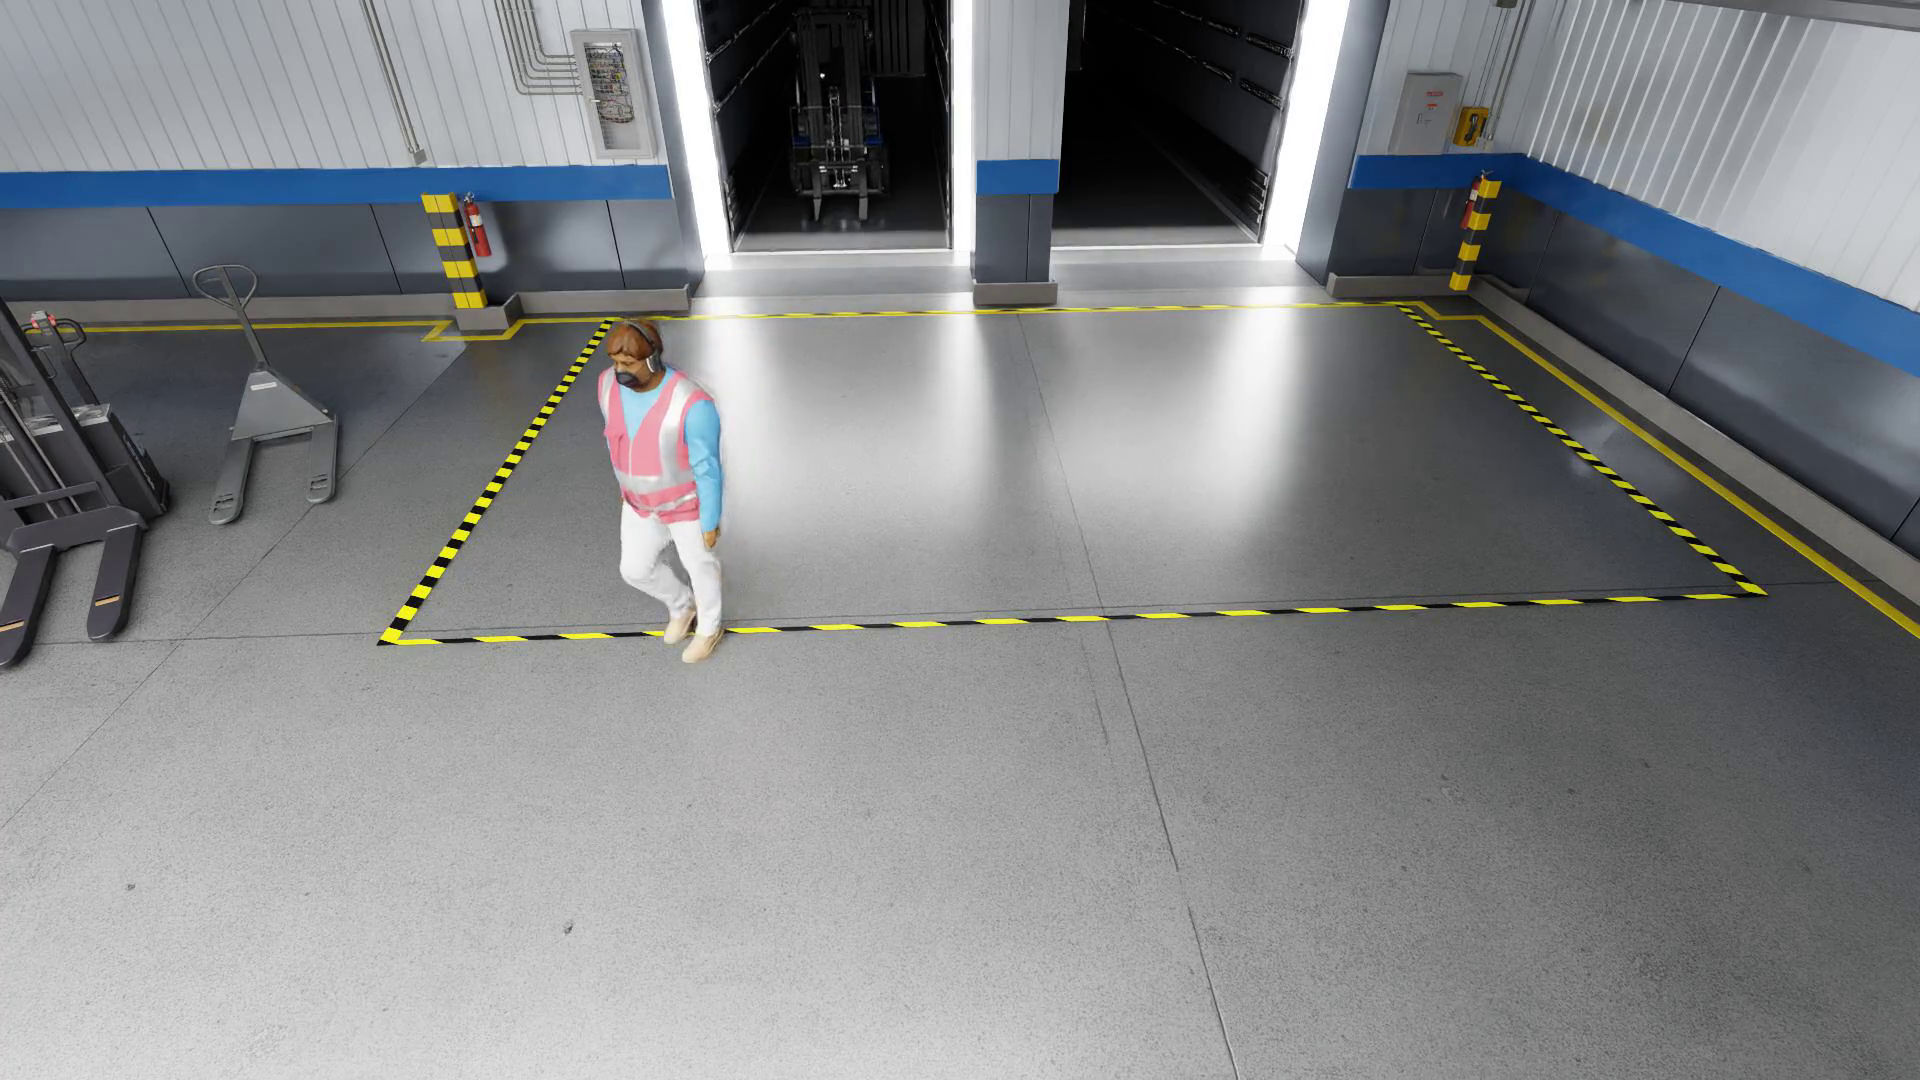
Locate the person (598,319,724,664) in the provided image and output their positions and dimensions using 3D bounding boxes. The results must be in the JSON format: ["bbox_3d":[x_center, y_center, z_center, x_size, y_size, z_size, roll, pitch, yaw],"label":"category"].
[{"bbox_3d":[-1.393,-0.178,4.389,0.651,1.829,0.458,13,37,19],"label":"person"}]

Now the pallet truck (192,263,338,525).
[{"bbox_3d":[-4.778,-1.027,6.128,0.680,1.201,1.601,-17,38,-23],"label":"pallet truck"}]

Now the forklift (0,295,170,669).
[{"bbox_3d":[-5.212,-0.618,4.878,0.823,1.965,1.885,-20,39,-26],"label":"forklift"}]

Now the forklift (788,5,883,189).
[{"bbox_3d":[-1.642,-6.006,12.307,1.157,2.036,2.680,-3,35,-4],"label":"forklift"}]
